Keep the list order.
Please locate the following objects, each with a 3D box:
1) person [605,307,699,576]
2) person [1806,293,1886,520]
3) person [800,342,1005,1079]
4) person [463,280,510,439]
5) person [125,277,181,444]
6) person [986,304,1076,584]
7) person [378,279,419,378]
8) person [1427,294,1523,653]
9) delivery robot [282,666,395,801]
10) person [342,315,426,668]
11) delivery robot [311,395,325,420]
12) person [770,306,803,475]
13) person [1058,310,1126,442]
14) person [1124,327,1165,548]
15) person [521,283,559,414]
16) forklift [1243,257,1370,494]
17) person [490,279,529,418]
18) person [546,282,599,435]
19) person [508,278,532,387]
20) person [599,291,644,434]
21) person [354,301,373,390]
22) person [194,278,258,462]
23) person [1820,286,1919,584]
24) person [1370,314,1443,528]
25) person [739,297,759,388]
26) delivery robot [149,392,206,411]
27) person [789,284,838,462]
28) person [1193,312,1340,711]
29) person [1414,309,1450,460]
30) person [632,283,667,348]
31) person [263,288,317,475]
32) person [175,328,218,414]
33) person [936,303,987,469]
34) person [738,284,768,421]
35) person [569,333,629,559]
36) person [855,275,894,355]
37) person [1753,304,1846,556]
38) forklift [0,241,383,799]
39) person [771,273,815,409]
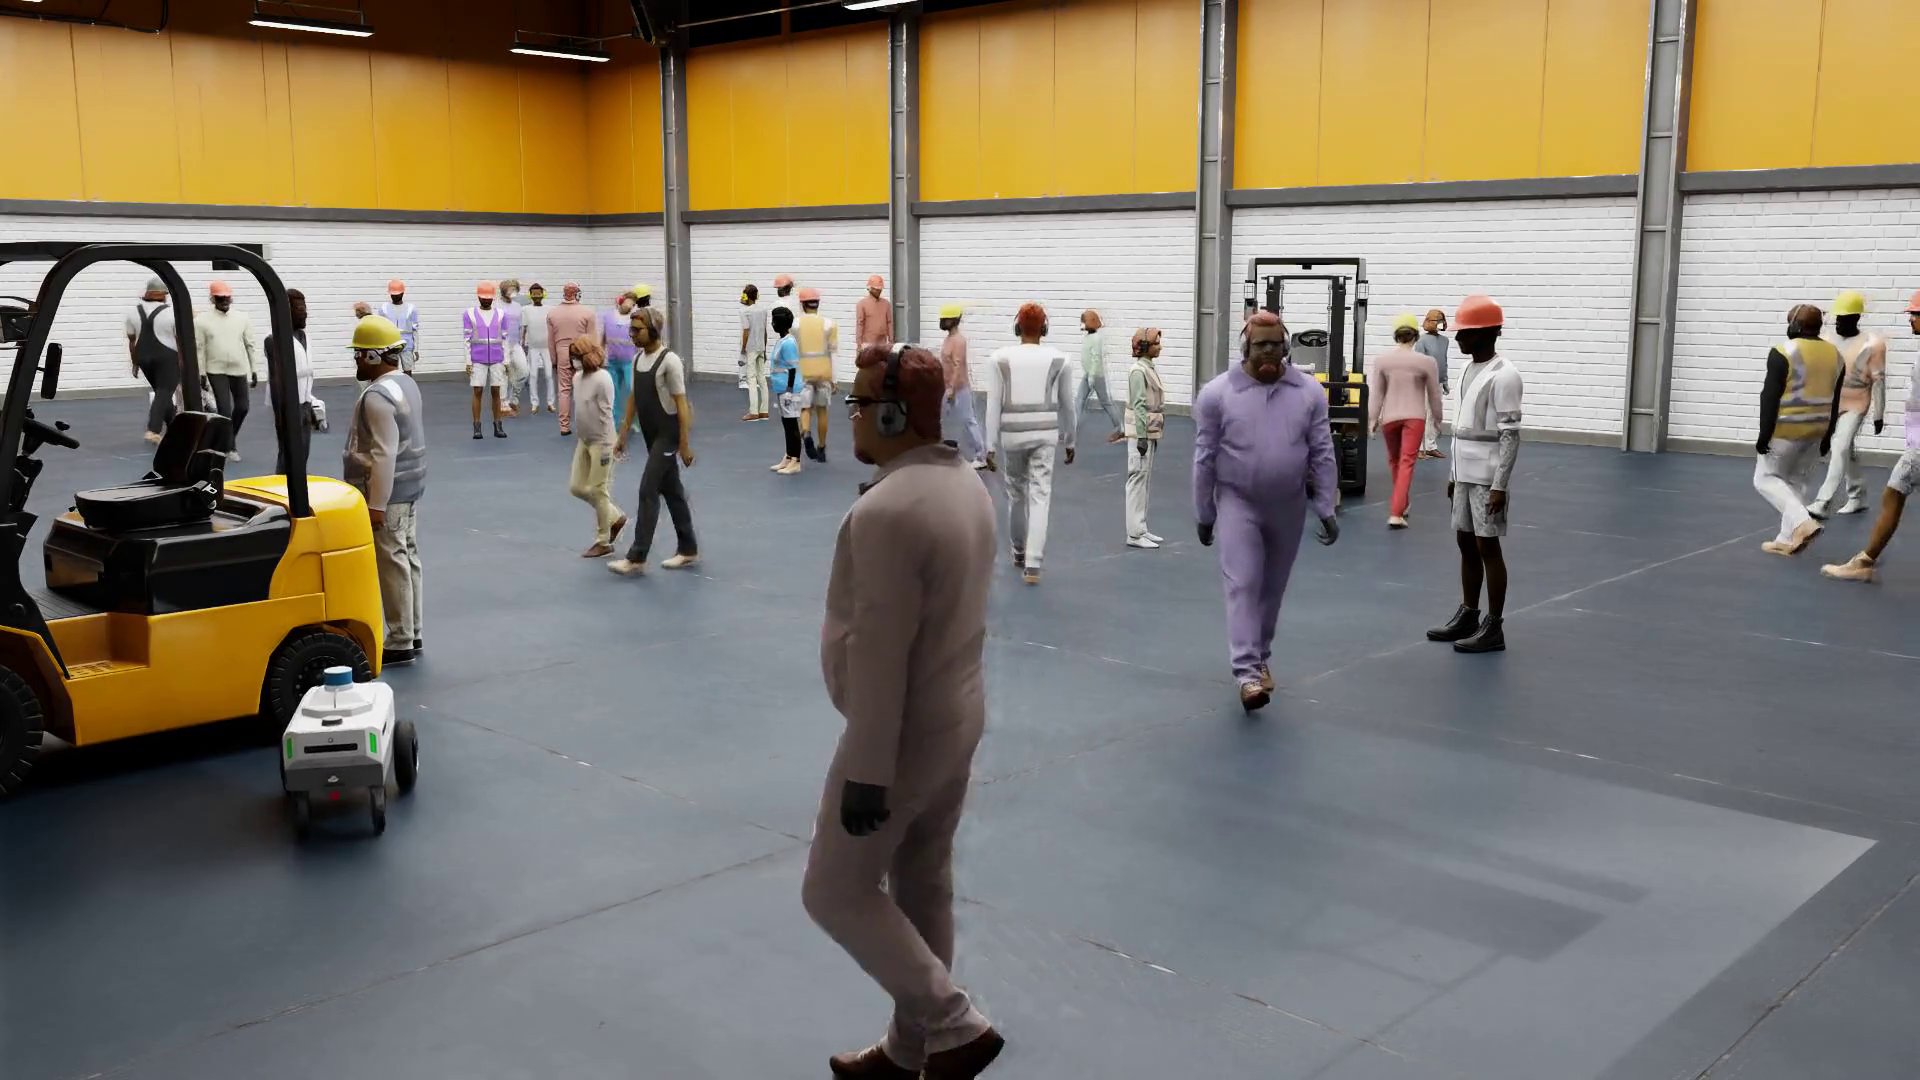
[{"bbox_3d":[-2.135,-0.662,11.273,0.861,1.806,0.503,-7,11,-35],"label":"person"},{"bbox_3d":[7.337,-1.107,13.819,1.000,1.874,0.601,-4,10,-25],"label":"person"},{"bbox_3d":[-0.146,0.471,4.053,0.429,1.895,0.667,3,10,19],"label":"person"},{"bbox_3d":[-5.778,-2.199,20.339,0.542,1.928,0.375,-5,10,-27],"label":"person"},{"bbox_3d":[-9.564,-2.185,19.911,0.695,2.000,1.029,1,9,8],"label":"person"},{"bbox_3d":[0.483,-0.666,11.218,0.599,1.831,0.976,1,9,4],"label":"person"},{"bbox_3d":[-7.902,-2.704,23.438,0.543,1.928,0.374,-2,10,-14],"label":"person"},{"bbox_3d":[2.788,-0.355,9.011,0.372,1.933,0.551,-2,9,-11],"label":"person"},{"bbox_3d":[-2.351,0.725,6.321,0.477,0.478,0.707,-2,10,-14],"label":"delivery robot"},{"bbox_3d":[-3.000,-0.251,8.690,0.404,1.832,0.600,-1,9,-6],"label":"person"},{"bbox_3d":[-8.308,-1.678,21.058,0.477,0.478,0.707,-7,12,-37],"label":"delivery robot"},{"bbox_3d":[-1.752,-1.504,16.779,0.322,1.699,0.535,-2,10,-15],"label":"person"},{"bbox_3d":[1.583,-1.931,19.753,0.906,1.585,0.512,-3,10,-16],"label":"person"},{"bbox_3d":[1.376,-0.766,12.433,0.308,1.642,0.510,2,10,13],"label":"person"},{"bbox_3d":[-6.017,-2.736,23.873,0.579,1.862,0.332,-3,10,-15],"label":"person"},{"bbox_3d":[3.309,-1.629,16.029,1.214,2.155,2.313,2,9,11],"label":"forklift"},{"bbox_3d":[-6.291,-2.656,23.147,0.430,1.925,0.652,5,11,30],"label":"person"},{"bbox_3d":[-4.788,-2.245,20.690,0.646,1.908,0.408,1,9,9],"label":"person"},{"bbox_3d":[-7.737,-3.610,29.058,0.635,1.915,0.807,-6,11,-33],"label":"person"},{"bbox_3d":[-4.284,-2.220,20.872,0.741,1.806,0.400,2,9,11],"label":"person"},{"bbox_3d":[-8.234,-2.521,23.257,0.552,1.621,0.349,8,12,40],"label":"person"},{"bbox_3d":[-7.994,-1.857,18.116,0.621,1.972,0.770,-7,12,-37],"label":"person"},{"bbox_3d":[6.276,-0.658,10.728,1.065,1.991,0.631,7,12,37],"label":"person"},{"bbox_3d":[3.625,-0.972,13.498,0.554,1.702,0.958,5,10,28],"label":"person"},{"bbox_3d":[-3.654,-3.506,28.940,0.308,1.738,0.492,3,10,17],"label":"person"},{"bbox_3d":[-10.524,-1.891,22.364,0.707,0.478,0.477,3,10,16],"label":"delivery robot"},{"bbox_3d":[-1.565,-1.750,17.657,0.545,1.917,0.681,-1,9,-5],"label":"person"},{"bbox_3d":[1.465,-0.131,7.873,0.646,1.863,0.965,-1,9,-7],"label":"person"},{"bbox_3d":[5.151,-1.697,18.163,0.500,1.633,0.284,-6,11,-34],"label":"person"},{"bbox_3d":[-4.008,-2.375,21.522,0.585,1.898,0.735,-8,12,-41],"label":"person"},{"bbox_3d":[-5.401,-1.068,13.442,0.375,1.919,0.596,0,9,2],"label":"person"},{"bbox_3d":[-9.573,-2.122,20.842,0.681,1.613,0.545,3,10,18],"label":"person"},{"bbox_3d":[-0.117,-1.562,17.048,0.895,1.712,0.547,-3,10,-19],"label":"person"},{"bbox_3d":[-2.829,-2.557,22.738,0.327,1.865,0.517,7,11,35],"label":"person"},{"bbox_3d":[-2.595,-0.681,11.965,0.507,1.616,0.422,9,13,44],"label":"person"},{"bbox_3d":[-1.291,-2.953,24.826,0.659,1.972,0.500,-8,12,-39],"label":"person"},{"bbox_3d":[5.984,-0.763,11.849,0.645,1.827,0.531,-3,10,-19],"label":"person"},{"bbox_3d":[-3.706,-0.171,7.093,1.214,2.155,2.313,9,13,43],"label":"forklift"},{"bbox_3d":[-2.457,-2.889,24.337,0.620,2.012,0.876,-8,12,-40],"label":"person"}]
